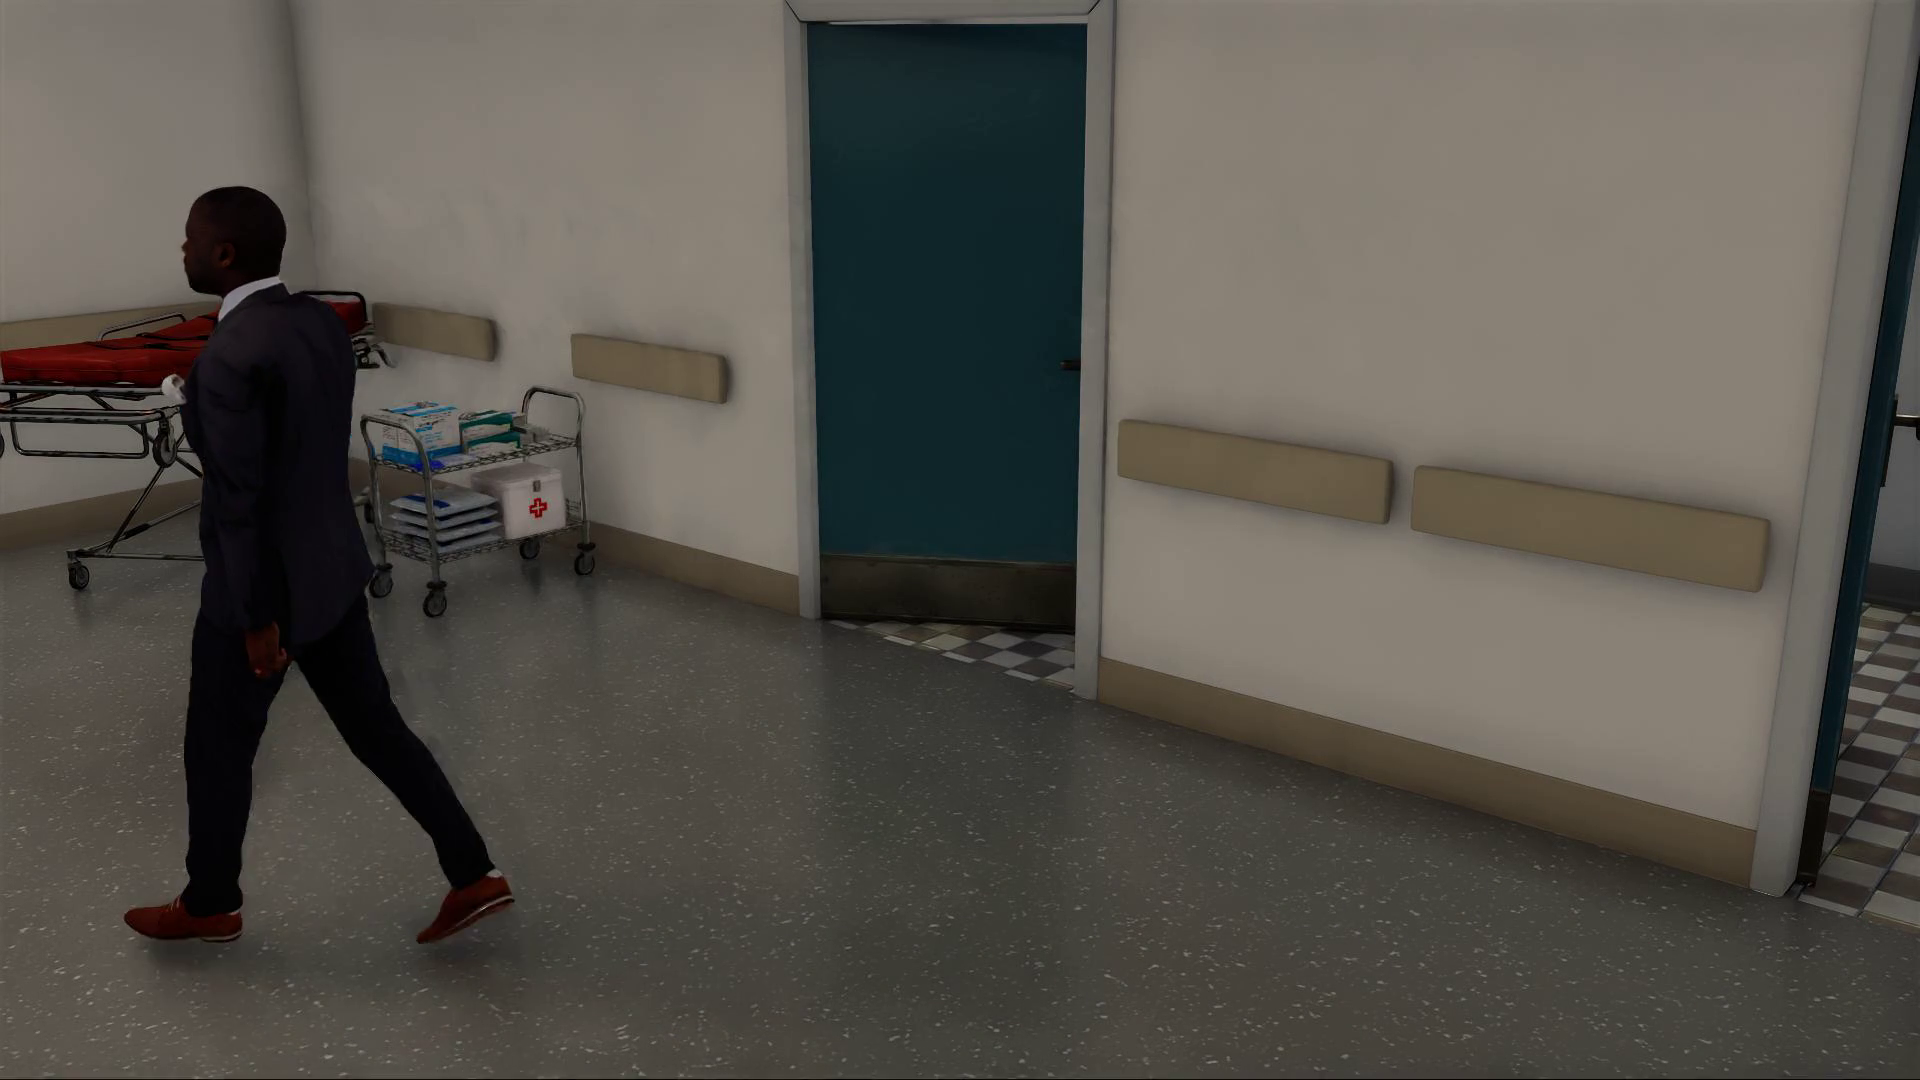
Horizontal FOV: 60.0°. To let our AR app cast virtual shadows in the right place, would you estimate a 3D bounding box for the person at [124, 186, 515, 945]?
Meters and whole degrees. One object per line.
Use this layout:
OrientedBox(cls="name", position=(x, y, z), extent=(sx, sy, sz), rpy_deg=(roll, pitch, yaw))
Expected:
OrientedBox(cls="person", position=(-1.443, 0.130, 3.783), extent=(1.312, 1.798, 1.090), rpy_deg=(3, 16, 10))
